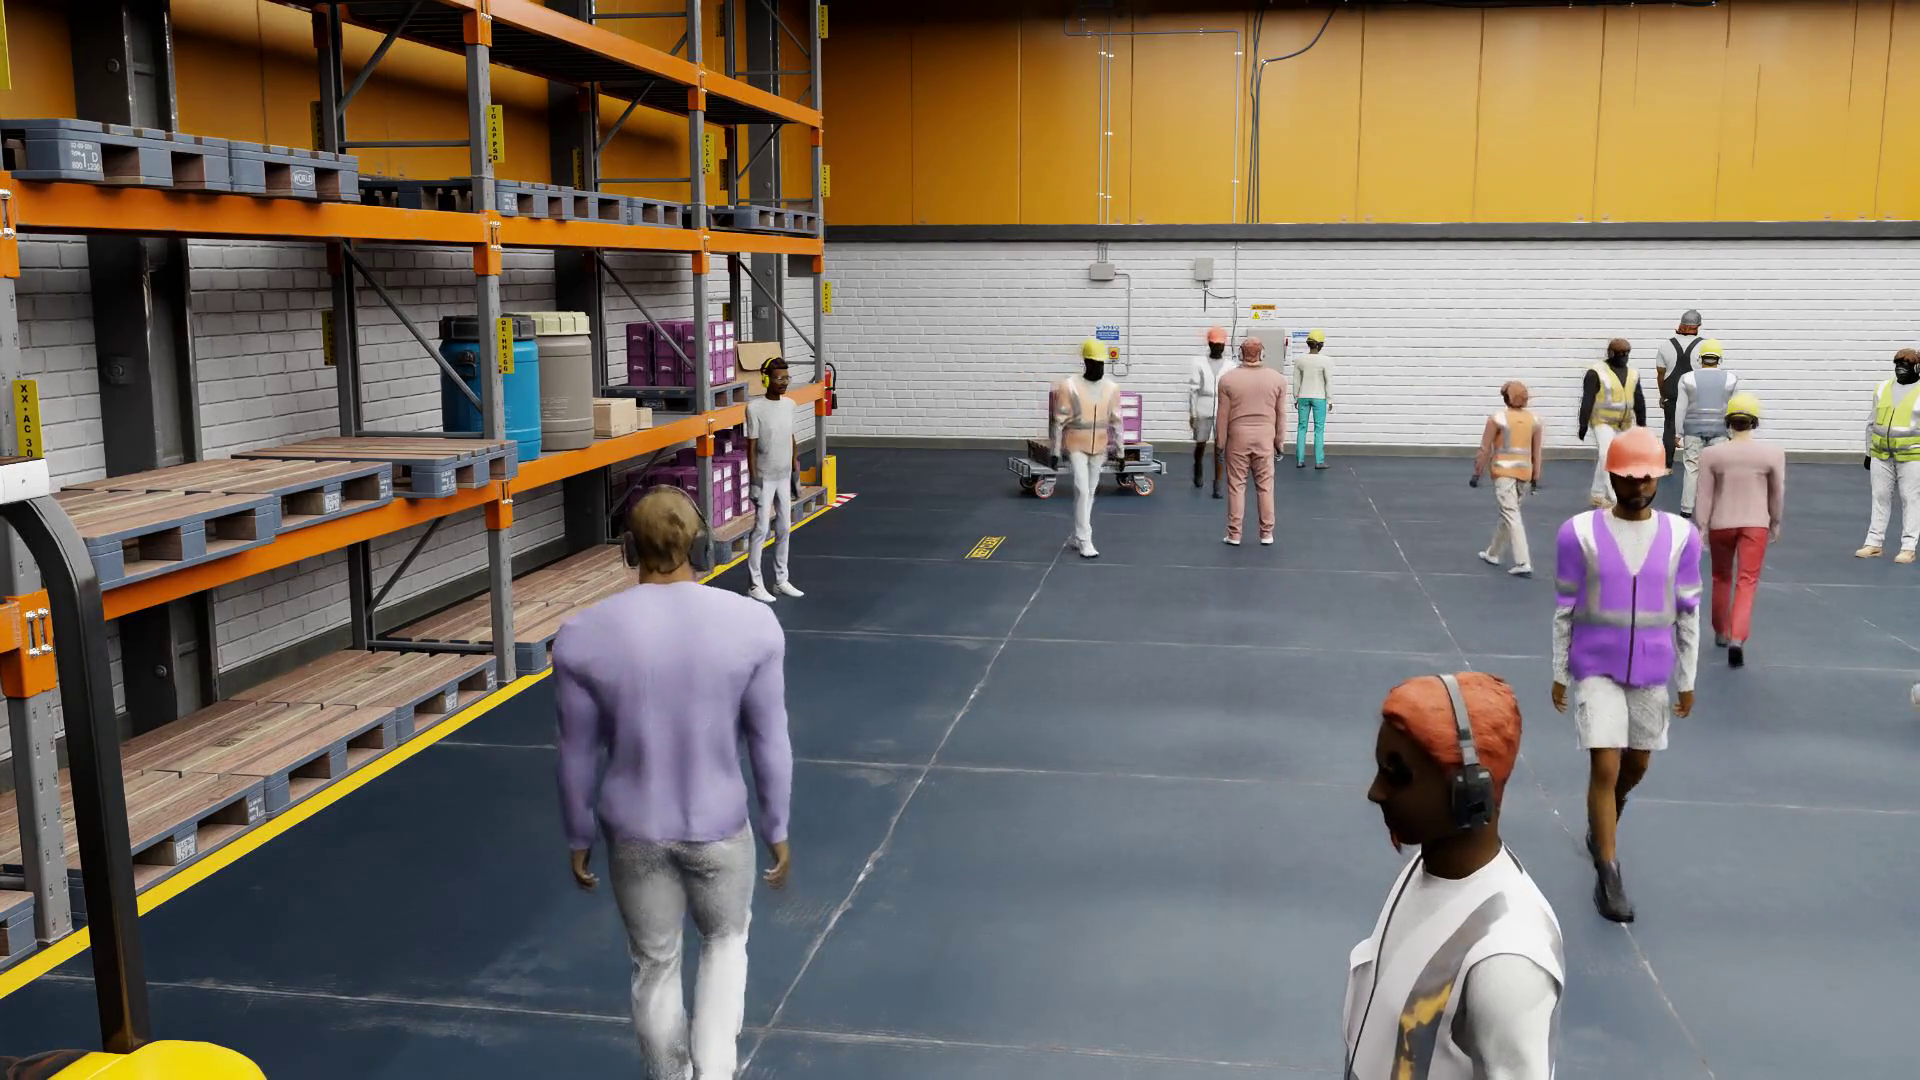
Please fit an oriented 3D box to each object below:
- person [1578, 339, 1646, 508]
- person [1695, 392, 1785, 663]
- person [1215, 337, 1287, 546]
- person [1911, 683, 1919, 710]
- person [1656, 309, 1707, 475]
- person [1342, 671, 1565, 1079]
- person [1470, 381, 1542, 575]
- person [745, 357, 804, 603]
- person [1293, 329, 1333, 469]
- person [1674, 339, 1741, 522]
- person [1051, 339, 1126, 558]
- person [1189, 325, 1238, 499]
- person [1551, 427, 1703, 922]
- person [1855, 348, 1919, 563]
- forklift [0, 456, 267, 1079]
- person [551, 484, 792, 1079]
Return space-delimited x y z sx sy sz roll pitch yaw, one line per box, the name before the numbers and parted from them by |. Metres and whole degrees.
person | 6.853 -1.186 17.307 0.686 1.790 0.937 -3 10 -19
person | 5.037 -0.092 10.778 0.518 1.729 0.886 5 10 28
person | 2.643 -0.893 15.176 0.652 1.904 0.402 0 9 -1
person | 5.456 0.178 8.782 0.600 1.826 1.006 0 9 3
person | 8.858 -1.787 20.271 0.684 2.000 0.538 7 11 36
person | 0.781 1.132 2.748 0.356 1.886 0.574 0 9 2
person | 4.568 -0.524 13.849 0.525 1.589 0.861 -3 10 -18
person | -1.417 -0.459 12.653 0.318 1.860 0.512 8 12 40
person | 4.477 -1.781 21.077 0.530 1.767 0.328 6 11 35
person | 7.437 -1.087 16.589 0.598 1.832 0.404 2 10 14
person | 1.147 -0.791 14.531 0.634 1.901 0.822 -4 10 -21
person | 2.813 -1.446 18.574 0.549 1.915 0.845 0 9 1
person | 2.656 0.483 6.691 0.550 1.913 0.866 2 9 9
person | 8.103 -0.727 14.348 0.429 1.844 0.622 -6 11 -34
forklift | -2.328 0.975 2.765 2.313 2.155 1.214 1 9 9
person | -0.794 0.804 4.634 0.652 1.926 0.471 -1 9 -9
